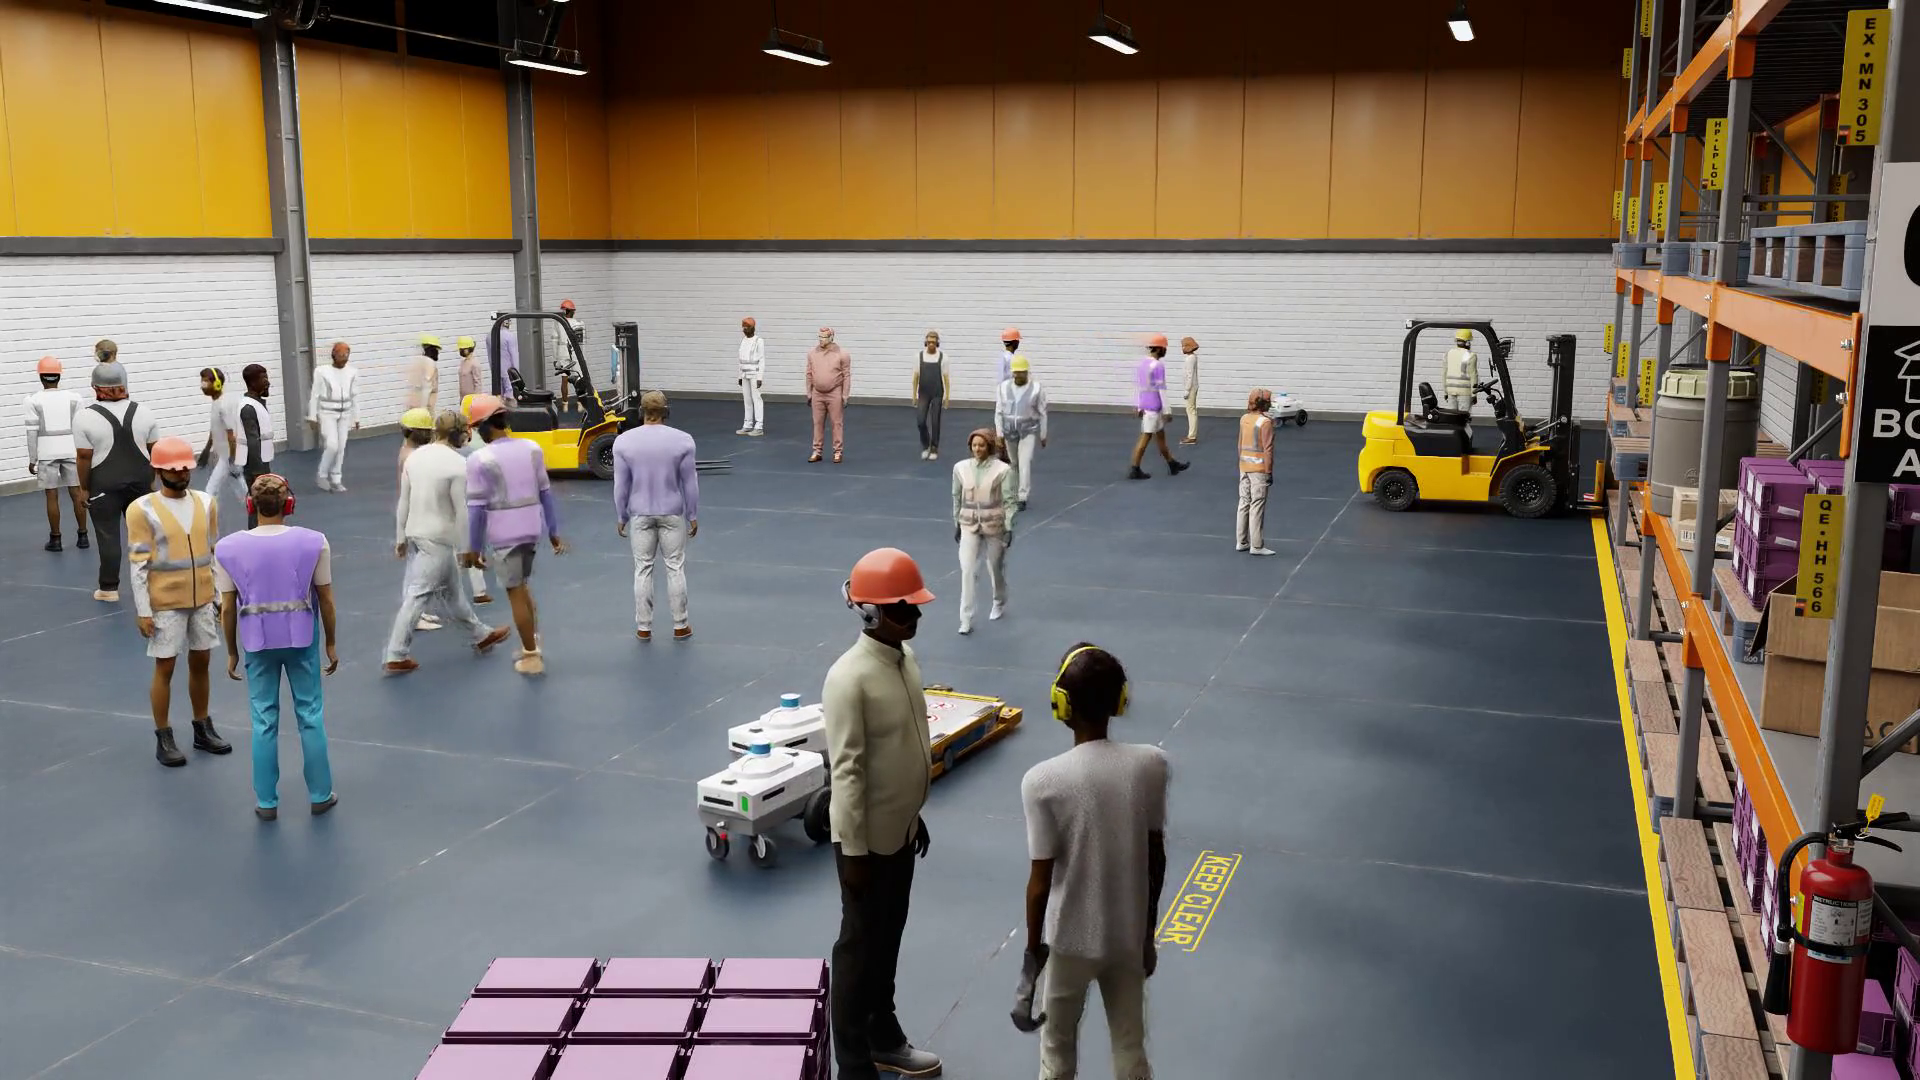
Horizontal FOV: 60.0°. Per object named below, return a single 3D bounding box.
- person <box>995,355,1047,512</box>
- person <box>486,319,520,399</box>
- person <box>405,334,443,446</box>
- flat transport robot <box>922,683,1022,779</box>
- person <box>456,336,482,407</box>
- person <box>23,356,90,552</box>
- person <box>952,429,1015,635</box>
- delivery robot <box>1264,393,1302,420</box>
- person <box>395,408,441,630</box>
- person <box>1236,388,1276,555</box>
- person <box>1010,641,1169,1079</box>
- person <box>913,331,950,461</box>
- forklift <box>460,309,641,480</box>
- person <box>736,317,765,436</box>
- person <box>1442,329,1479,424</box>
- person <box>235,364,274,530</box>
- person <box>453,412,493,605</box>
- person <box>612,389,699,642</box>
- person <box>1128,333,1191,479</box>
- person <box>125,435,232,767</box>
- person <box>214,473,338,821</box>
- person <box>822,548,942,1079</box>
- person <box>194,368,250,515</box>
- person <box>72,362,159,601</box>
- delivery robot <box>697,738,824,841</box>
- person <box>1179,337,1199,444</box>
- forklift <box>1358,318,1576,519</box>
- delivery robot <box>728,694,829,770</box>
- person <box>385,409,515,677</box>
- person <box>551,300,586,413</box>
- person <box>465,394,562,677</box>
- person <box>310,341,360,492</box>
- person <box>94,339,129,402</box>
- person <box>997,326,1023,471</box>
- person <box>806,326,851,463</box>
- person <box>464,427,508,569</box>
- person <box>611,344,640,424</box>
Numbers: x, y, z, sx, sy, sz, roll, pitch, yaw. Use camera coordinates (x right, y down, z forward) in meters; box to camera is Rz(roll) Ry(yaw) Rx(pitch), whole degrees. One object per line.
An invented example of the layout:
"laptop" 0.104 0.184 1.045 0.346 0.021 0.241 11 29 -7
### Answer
"person" 0.711 -1.263 19.287 0.575 1.785 0.961 3 11 17
"person" -7.581 -2.836 27.767 0.643 1.909 0.410 6 12 30
"person" -6.975 -1.745 21.757 0.598 1.853 0.912 10 14 44
"flat transport robot" -0.210 1.140 9.982 0.652 0.197 1.431 5 11 25
"person" -6.886 -1.979 23.345 0.312 1.768 0.524 -9 14 -42
"person" -8.971 -0.854 16.522 0.551 1.934 0.372 -9 14 -42
"person" 0.196 -0.097 13.218 0.530 1.596 0.851 3 10 14
"delivery robot" 5.415 -2.222 27.855 0.707 0.478 0.477 -9 14 -42
"person" -4.268 -0.161 13.138 0.360 1.757 0.540 -4 11 -23
"person" 2.906 -0.670 16.330 0.311 1.636 0.523 -4 11 -22
"person" 0.388 1.229 5.094 0.563 1.858 0.508 -4 11 -22
"person" -0.406 -2.014 23.359 0.536 1.826 0.572 1 10 5
"forklift" -5.354 -1.902 21.697 2.313 2.155 1.214 -2 10 -13
"person" -3.340 -2.604 26.527 0.574 1.884 0.356 10 14 43
"person" 7.288 -2.159 24.172 0.404 1.828 0.602 -7 12 -34
"person" -6.648 -0.707 15.748 0.392 1.919 0.591 -3 11 -19
"person" -4.205 -0.257 14.016 0.507 1.630 0.268 0 10 1
"person" -2.315 -0.179 12.719 0.635 1.936 0.353 -1 10 -7
"person" 2.605 -1.733 21.610 0.953 1.883 0.561 -2 10 -13
"person" -4.555 0.347 9.757 0.373 1.934 0.551 7 12 34
"person" -3.580 0.569 8.765 0.565 1.846 0.390 -4 11 -20
"person" -0.267 1.010 5.859 0.378 1.996 0.610 3 11 19
"person" -7.432 -0.806 16.598 0.973 1.814 0.533 -4 11 -21
"person" -7.245 -0.503 14.254 0.538 2.000 0.683 9 13 40
"delivery robot" -0.996 1.241 8.348 0.477 0.478 0.707 6 12 30
"person" 3.511 -2.289 25.454 0.280 1.633 0.498 3 10 15
"forklift" 5.787 -1.437 19.079 2.313 2.155 1.214 3 11 19
"delivery robot" -0.936 1.094 9.181 0.477 0.478 0.707 9 13 40
"person" -3.717 0.004 11.916 0.633 1.855 1.067 9 13 40
"person" -7.074 -3.322 30.133 0.608 2.039 0.395 -1 10 -6
"person" -3.192 -0.032 11.705 0.632 2.003 0.645 8 13 37
"person" -7.642 -1.505 20.412 0.446 1.857 0.616 7 12 36
"person" -9.934 -1.388 19.523 0.372 1.940 0.632 -4 11 -19
"person" 0.685 -1.901 22.398 0.341 1.942 0.552 -3 10 -16
"person" -1.851 -2.020 23.185 0.642 1.905 0.401 3 10 15
"person" -4.459 -0.544 15.630 0.497 1.633 0.286 3 11 17
"person" -5.652 -2.766 28.129 0.523 1.638 0.311 -7 12 -34
